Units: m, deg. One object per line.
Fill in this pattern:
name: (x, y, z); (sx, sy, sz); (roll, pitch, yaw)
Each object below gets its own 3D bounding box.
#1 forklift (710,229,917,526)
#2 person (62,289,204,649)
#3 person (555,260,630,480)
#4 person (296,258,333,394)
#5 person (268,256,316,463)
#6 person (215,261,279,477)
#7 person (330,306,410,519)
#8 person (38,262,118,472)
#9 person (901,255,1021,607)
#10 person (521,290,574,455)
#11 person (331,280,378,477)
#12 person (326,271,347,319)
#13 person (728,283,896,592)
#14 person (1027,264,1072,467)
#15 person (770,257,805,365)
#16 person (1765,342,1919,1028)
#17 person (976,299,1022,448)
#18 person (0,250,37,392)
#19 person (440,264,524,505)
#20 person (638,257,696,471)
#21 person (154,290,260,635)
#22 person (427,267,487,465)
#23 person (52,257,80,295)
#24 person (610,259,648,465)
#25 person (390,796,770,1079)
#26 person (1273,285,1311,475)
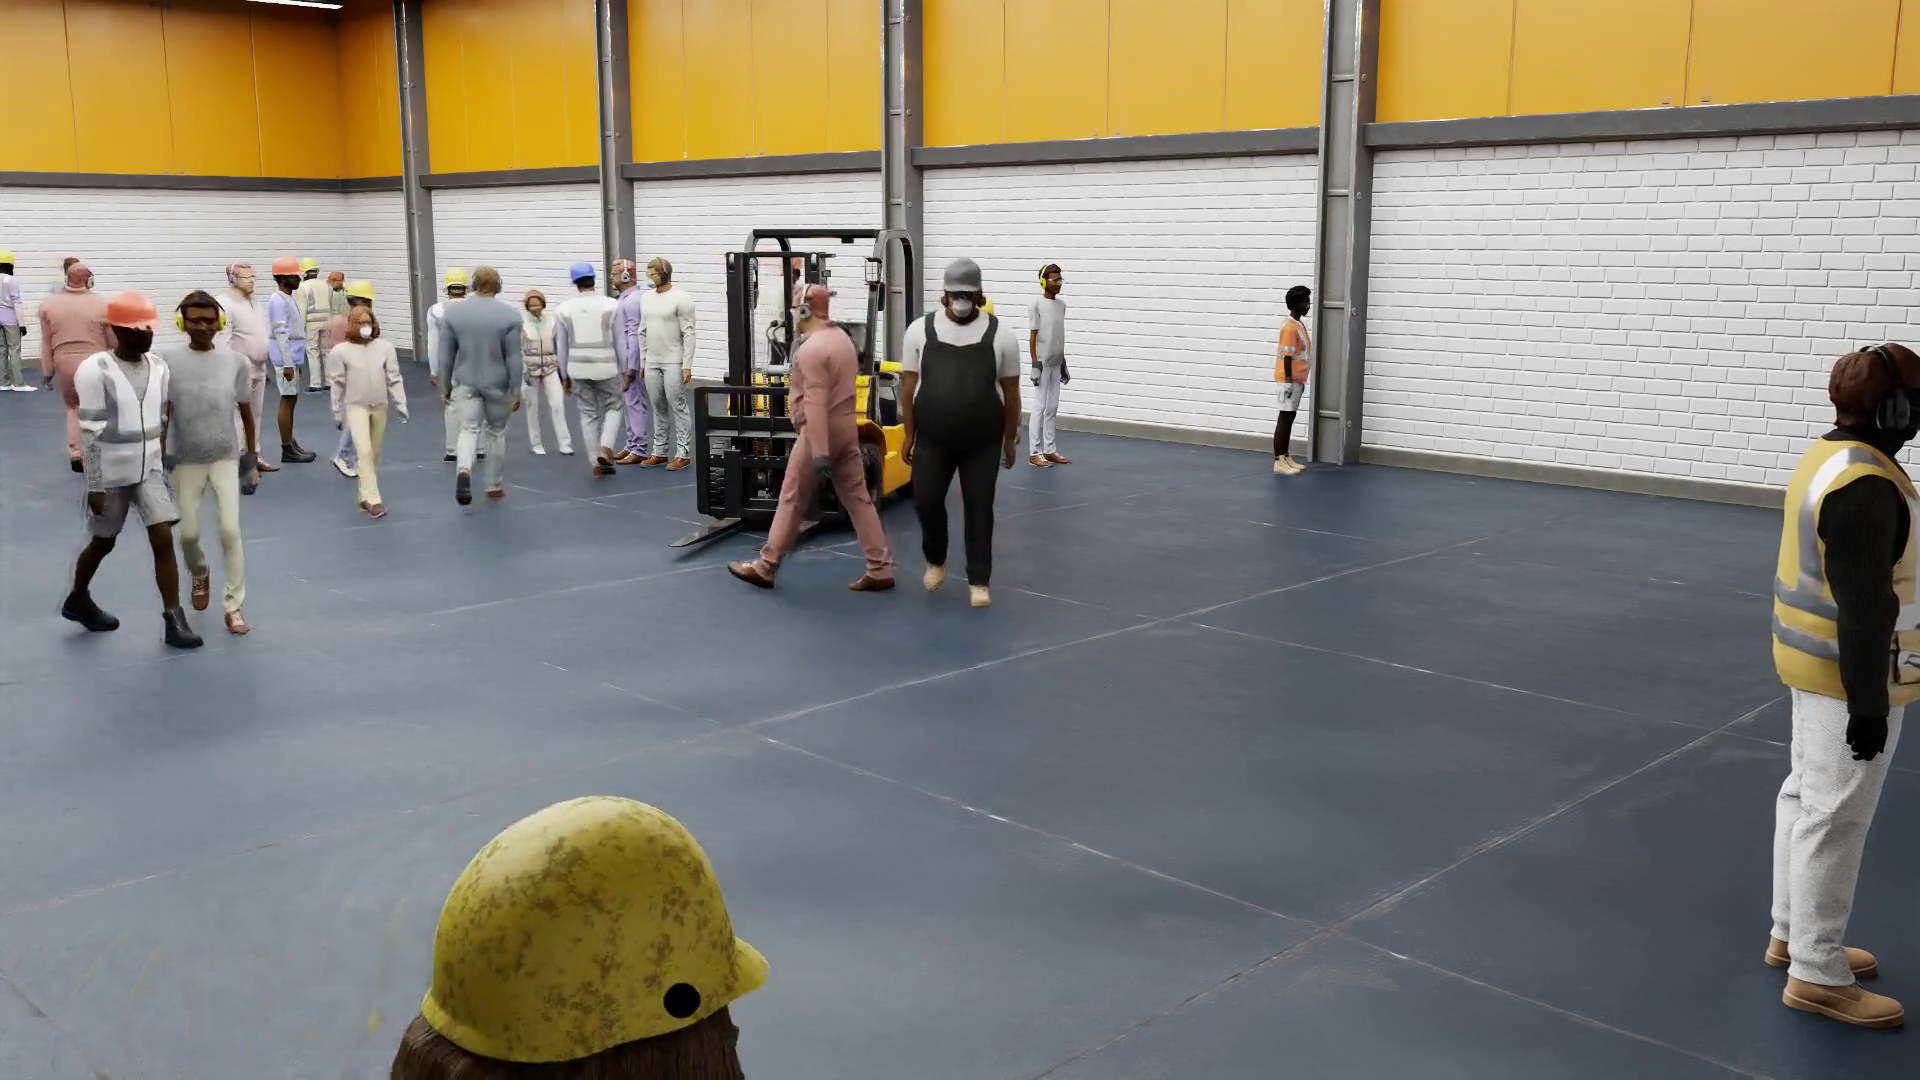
forklift: (-1.050, -1.319, 12.920); (1.214, 2.155, 2.313); (2, 11, 13)
person: (-4.412, -0.377, 8.700); (0.984, 1.876, 0.551); (5, 12, 28)
person: (-3.189, -1.466, 14.470); (0.625, 1.919, 0.496); (0, 10, -1)
person: (-8.714, -2.883, 22.443); (0.403, 1.827, 0.599); (5, 11, 24)
person: (-6.315, -1.702, 15.701); (0.364, 1.939, 0.542); (-3, 11, -15)
person: (-6.344, -1.519, 14.795); (0.403, 1.906, 0.651); (1, 10, 5)
person: (-4.436, -0.956, 12.584); (0.506, 1.593, 0.821); (-10, 14, -44)
person: (-7.767, -1.509, 14.778); (0.687, 1.887, 0.461); (-2, 11, -11)
person: (0.009, -0.636, 9.613); (0.694, 2.000, 0.541); (0, 10, 1)
person: (-4.004, -1.585, 15.970); (0.517, 1.607, 0.788); (-6, 12, -31)
person: (-5.268, -1.391, 14.533); (0.434, 1.737, 0.551); (4, 11, 20)
person: (-8.590, -2.889, 23.009); (0.278, 1.634, 0.497); (-3, 11, -15)
person: (-0.851, -0.599, 9.947); (1.032, 1.844, 0.638); (4, 11, 21)
person: (0.834, -1.615, 15.429); (0.328, 1.868, 0.512); (9, 13, 39)
person: (-1.972, -2.331, 19.146); (1.044, 1.940, 0.651); (5, 12, 26)
person: (2.465, 0.384, 4.581); (0.429, 1.846, 0.633); (4, 11, 19)
person: (0.137, -0.797, 11.367); (0.545, 1.723, 0.918); (2, 11, 9)
person: (-12.995, -2.984, 22.722); (0.585, 1.928, 0.379); (5, 11, 24)
person: (-3.763, -1.200, 13.066); (0.681, 1.908, 0.817); (0, 10, -1)
person: (-2.678, -1.599, 15.151); (0.635, 1.934, 0.353); (7, 12, 33)
person: (-4.095, -0.432, 9.034); (0.539, 1.845, 0.662); (-5, 11, -25)
person: (-4.663, -1.617, 15.527); (0.595, 1.832, 0.404); (-6, 12, -29)
person: (-13.057, -3.291, 24.756); (0.933, 1.799, 0.628); (2, 10, 8)
person: (-3.125, -1.666, 15.595); (0.407, 1.908, 0.642); (-4, 11, -19)
person: (-0.248, 1.033, 1.373); (0.731, 1.715, 0.507); (-9, 14, -42)
person: (2.973, -1.425, 14.875); (0.318, 1.691, 0.529); (4, 11, 19)
